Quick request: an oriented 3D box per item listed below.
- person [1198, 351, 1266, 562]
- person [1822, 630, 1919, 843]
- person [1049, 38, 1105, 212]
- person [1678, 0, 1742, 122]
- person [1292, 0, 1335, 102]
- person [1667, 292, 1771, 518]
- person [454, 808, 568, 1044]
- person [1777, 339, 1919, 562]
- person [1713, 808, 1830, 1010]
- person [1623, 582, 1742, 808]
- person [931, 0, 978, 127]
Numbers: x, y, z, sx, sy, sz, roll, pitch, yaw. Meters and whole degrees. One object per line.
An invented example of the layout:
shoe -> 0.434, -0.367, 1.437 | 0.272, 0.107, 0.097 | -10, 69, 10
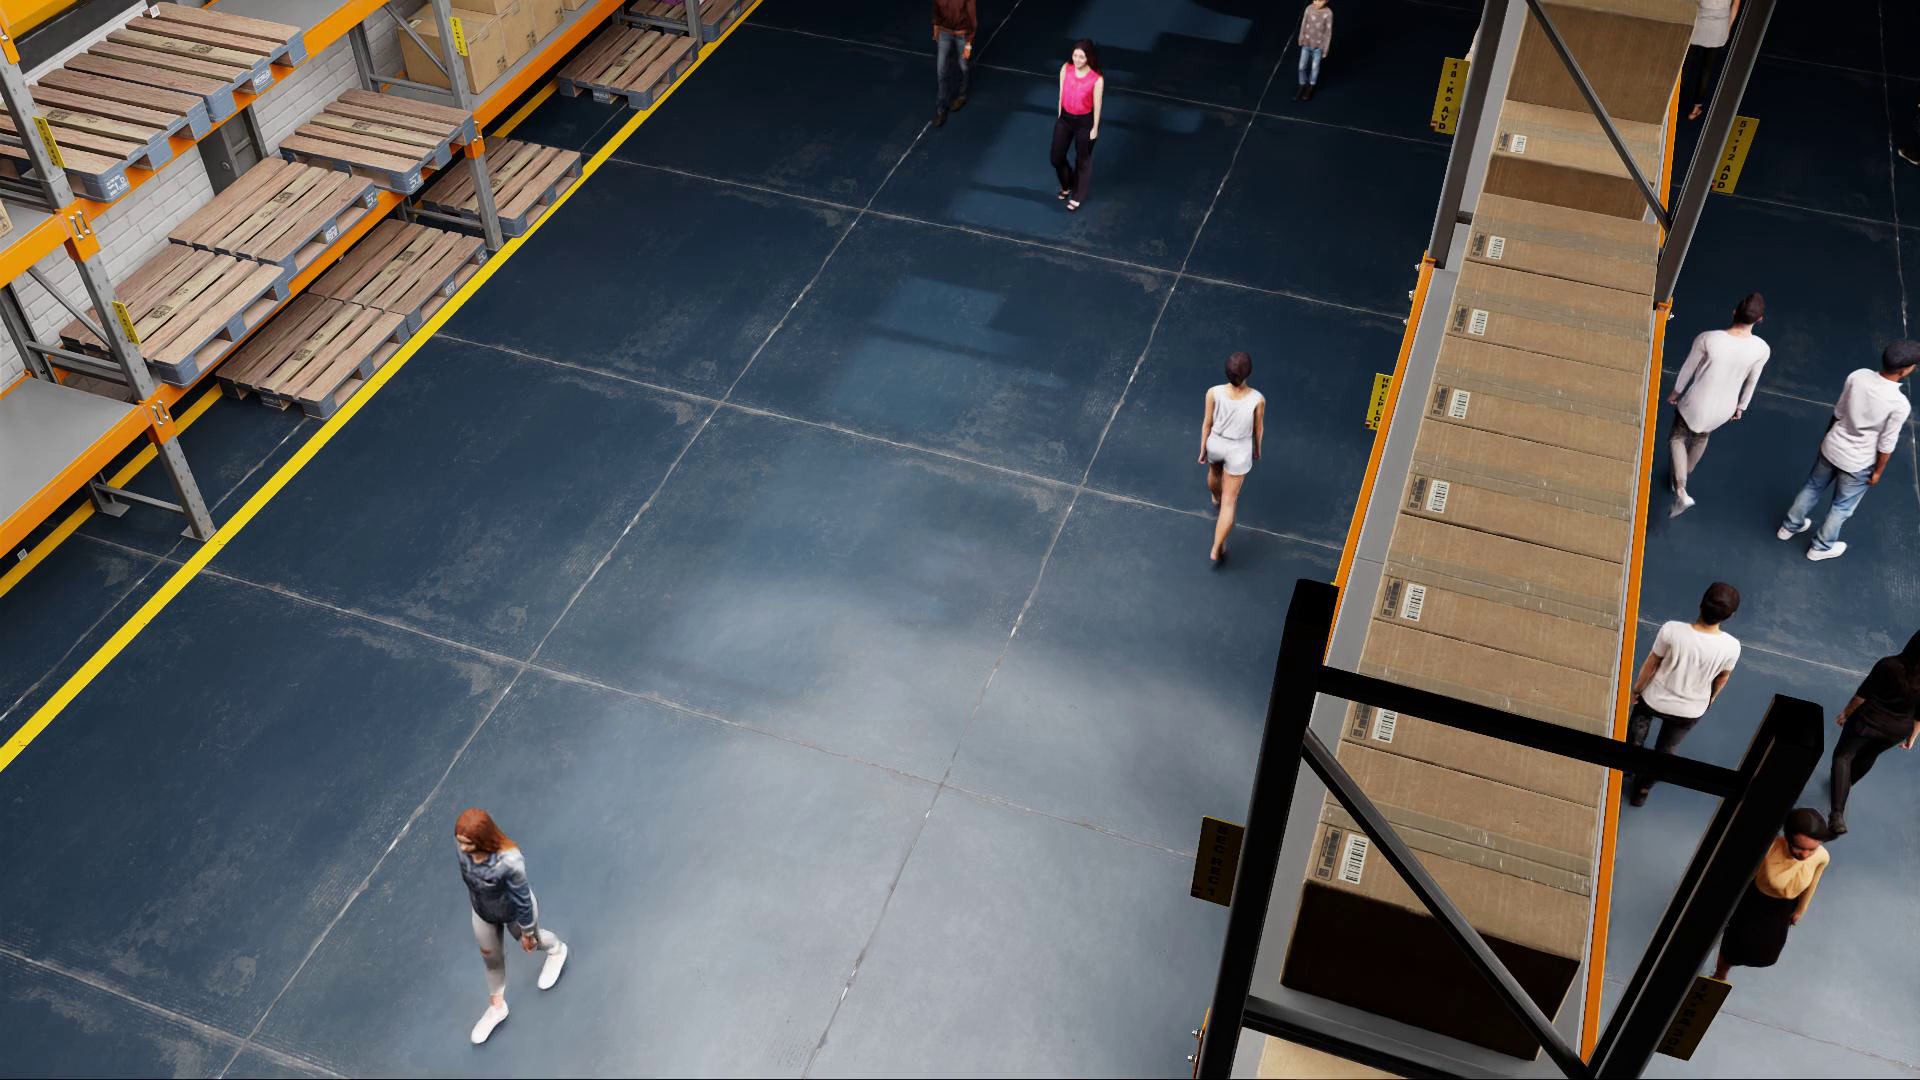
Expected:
person -> 1.865, -0.565, 11.614 | 0.595, 1.558, 1.079 | 13, 45, 13
person -> 5.399, 1.139, 9.780 | 0.583, 1.621, 0.938 | 16, 46, 16
person -> 1.081, -3.741, 14.879 | 0.635, 1.653, 0.632 | 22, 48, 21
person -> 7.177, -4.902, 15.973 | 0.610, 1.826, 0.534 | 12, 45, 12
person -> 3.536, -4.952, 16.489 | 0.535, 1.186, 0.545 | 21, 48, 21
person -> 5.323, -0.935, 11.817 | 0.790, 1.814, 1.055 | 8, 44, 8
person -> -2.386, 1.926, 8.916 | 0.677, 1.674, 0.955 | 18, 46, 18
person -> 6.161, -0.632, 11.505 | 0.783, 1.806, 0.732 | -19, 47, -19
person -> 4.286, 1.913, 8.954 | 0.669, 1.640, 0.842 | 3, 44, 4
person -> 4.241, 0.970, 9.895 | 0.647, 1.707, 0.670 | 15, 46, 15
person -> -0.035, -4.892, 16.032 | 0.703, 1.730, 0.956 | 23, 48, 22
